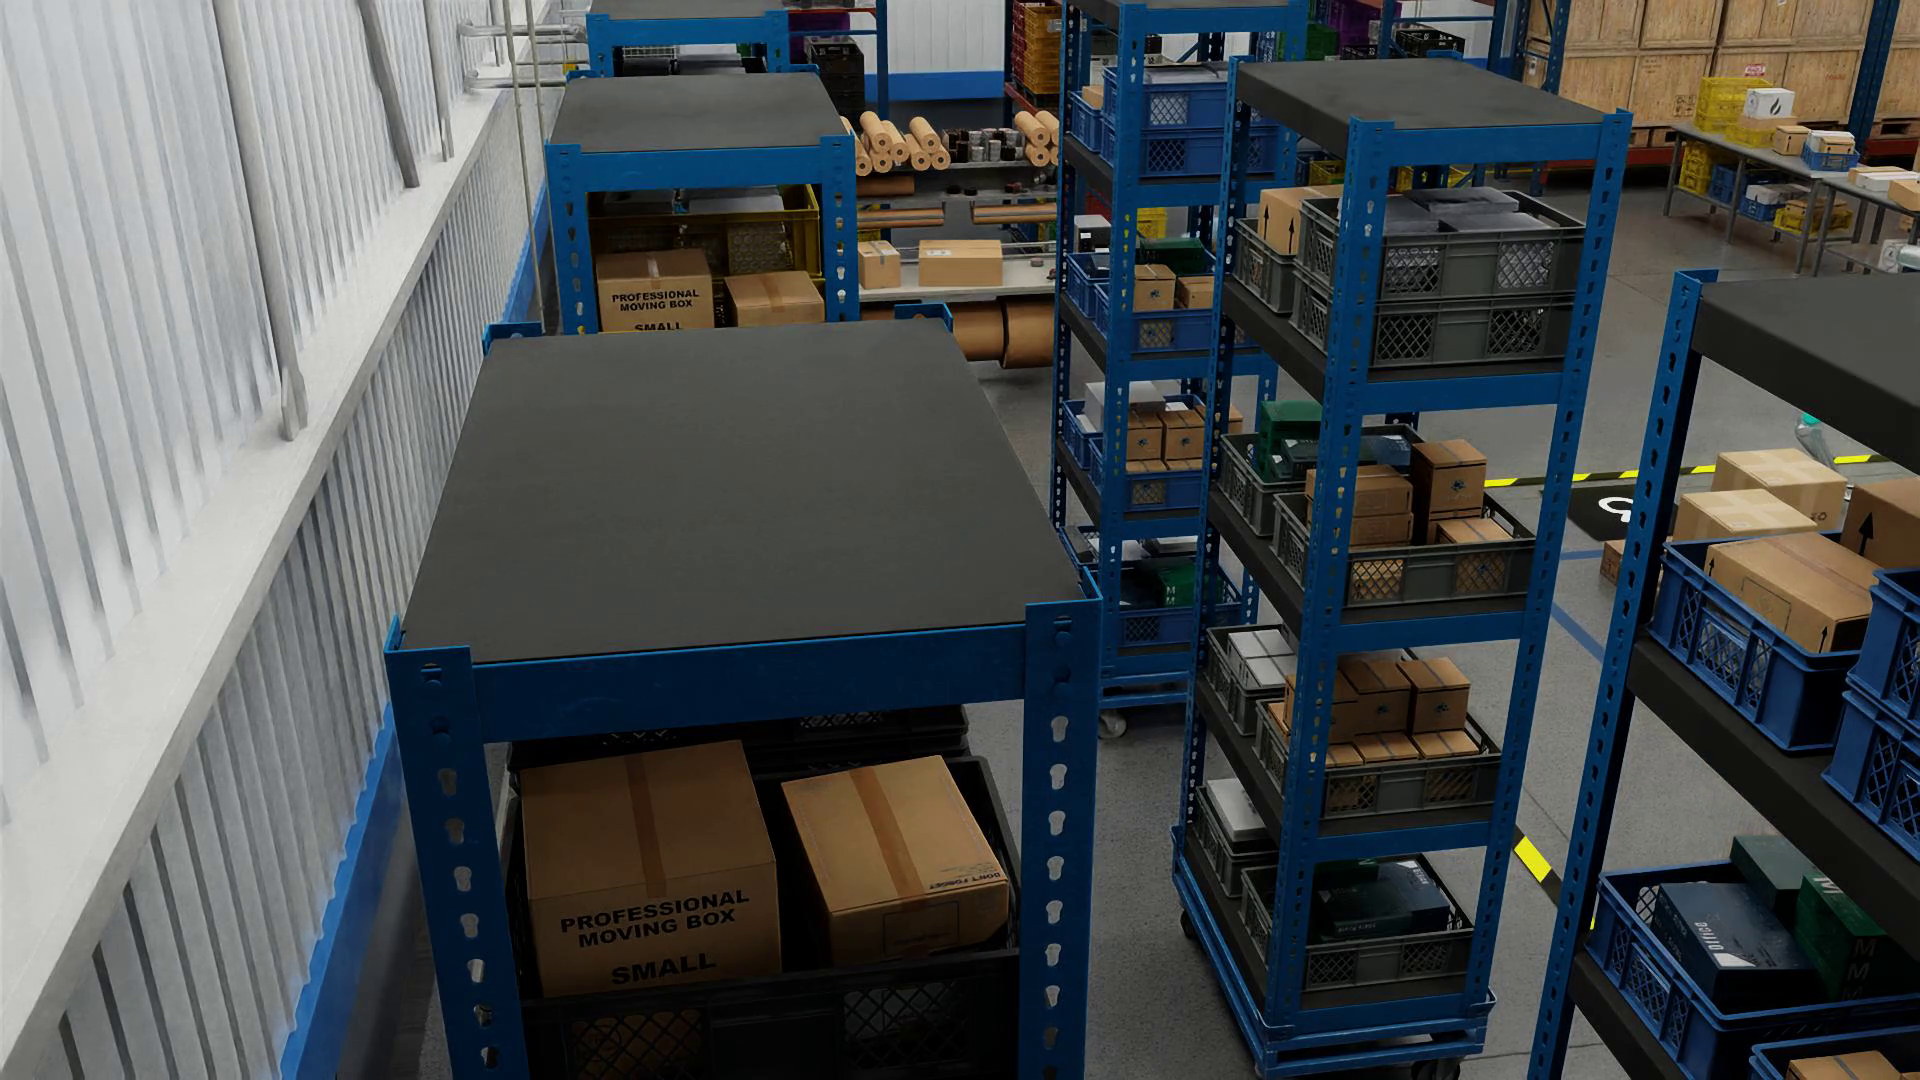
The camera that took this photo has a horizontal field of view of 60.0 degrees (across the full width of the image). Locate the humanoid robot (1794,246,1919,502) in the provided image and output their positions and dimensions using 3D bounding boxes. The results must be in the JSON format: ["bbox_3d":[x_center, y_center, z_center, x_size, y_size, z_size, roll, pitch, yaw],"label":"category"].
[{"bbox_3d":[5.774,-1.102,10.782,0.735,1.673,0.533,14,28,28],"label":"humanoid robot"}]

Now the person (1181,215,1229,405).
[{"bbox_3d":[1.642,-1.259,11.142,0.388,1.849,0.597,-3,25,-6],"label":"person"}]
